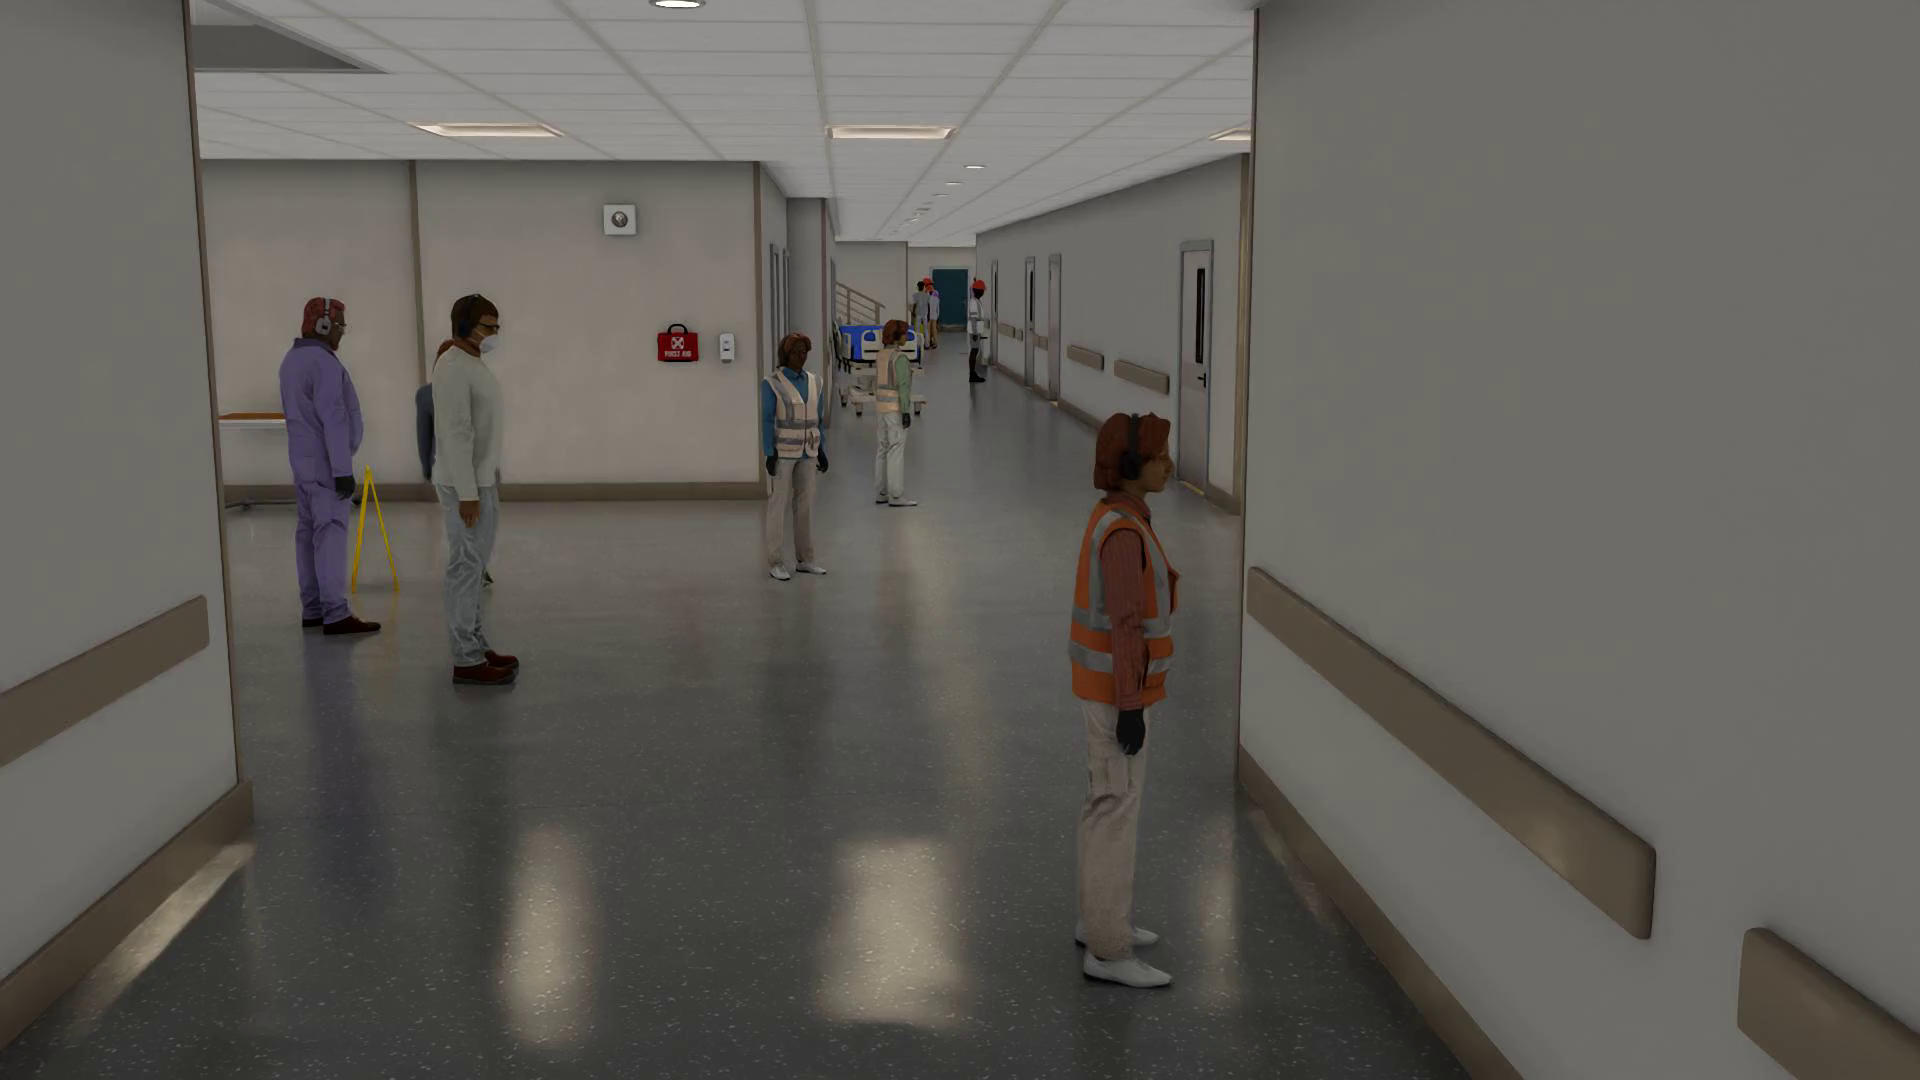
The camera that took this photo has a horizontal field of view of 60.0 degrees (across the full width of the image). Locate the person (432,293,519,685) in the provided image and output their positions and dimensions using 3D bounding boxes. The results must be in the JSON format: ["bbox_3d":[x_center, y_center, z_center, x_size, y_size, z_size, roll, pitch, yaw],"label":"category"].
[{"bbox_3d":[-2.423,-0.253,8.286,0.371,1.933,0.627,-1,9,-8],"label":"person"}]

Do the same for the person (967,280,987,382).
[{"bbox_3d":[0.328,-3.967,31.590,0.379,1.938,0.547,1,9,7],"label":"person"}]

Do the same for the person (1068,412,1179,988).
[{"bbox_3d":[0.468,0.447,4.810,0.310,1.638,0.523,0,9,2],"label":"person"}]

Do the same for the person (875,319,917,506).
[{"bbox_3d":[-0.582,-1.114,14.619,0.311,1.636,0.523,-5,10,-28],"label":"person"}]

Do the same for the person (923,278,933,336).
[{"bbox_3d":[-1.112,-7.685,54.927,0.364,1.935,0.553,9,13,44],"label":"person"}]

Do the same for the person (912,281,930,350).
[{"bbox_3d":[-1.041,-6.015,44.682,0.508,1.864,0.329,-3,10,-19],"label":"person"}]

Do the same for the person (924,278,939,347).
[{"bbox_3d":[-0.846,-6.435,47.114,0.374,1.928,0.542,8,12,40],"label":"person"}]

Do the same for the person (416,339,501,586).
[{"bbox_3d":[-3.181,-0.467,10.589,0.526,1.617,0.390,0,9,-2],"label":"person"}]

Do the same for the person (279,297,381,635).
[{"bbox_3d":[-3.589,-0.421,9.447,0.400,1.901,0.643,-7,12,-39],"label":"person"}]

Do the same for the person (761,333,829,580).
[{"bbox_3d":[-1.109,-0.561,11.134,0.514,1.642,0.310,-9,12,-43],"label":"person"}]

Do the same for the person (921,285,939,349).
[{"bbox_3d":[-0.822,-6.088,45.463,0.573,1.755,0.319,-7,11,-36],"label":"person"}]
